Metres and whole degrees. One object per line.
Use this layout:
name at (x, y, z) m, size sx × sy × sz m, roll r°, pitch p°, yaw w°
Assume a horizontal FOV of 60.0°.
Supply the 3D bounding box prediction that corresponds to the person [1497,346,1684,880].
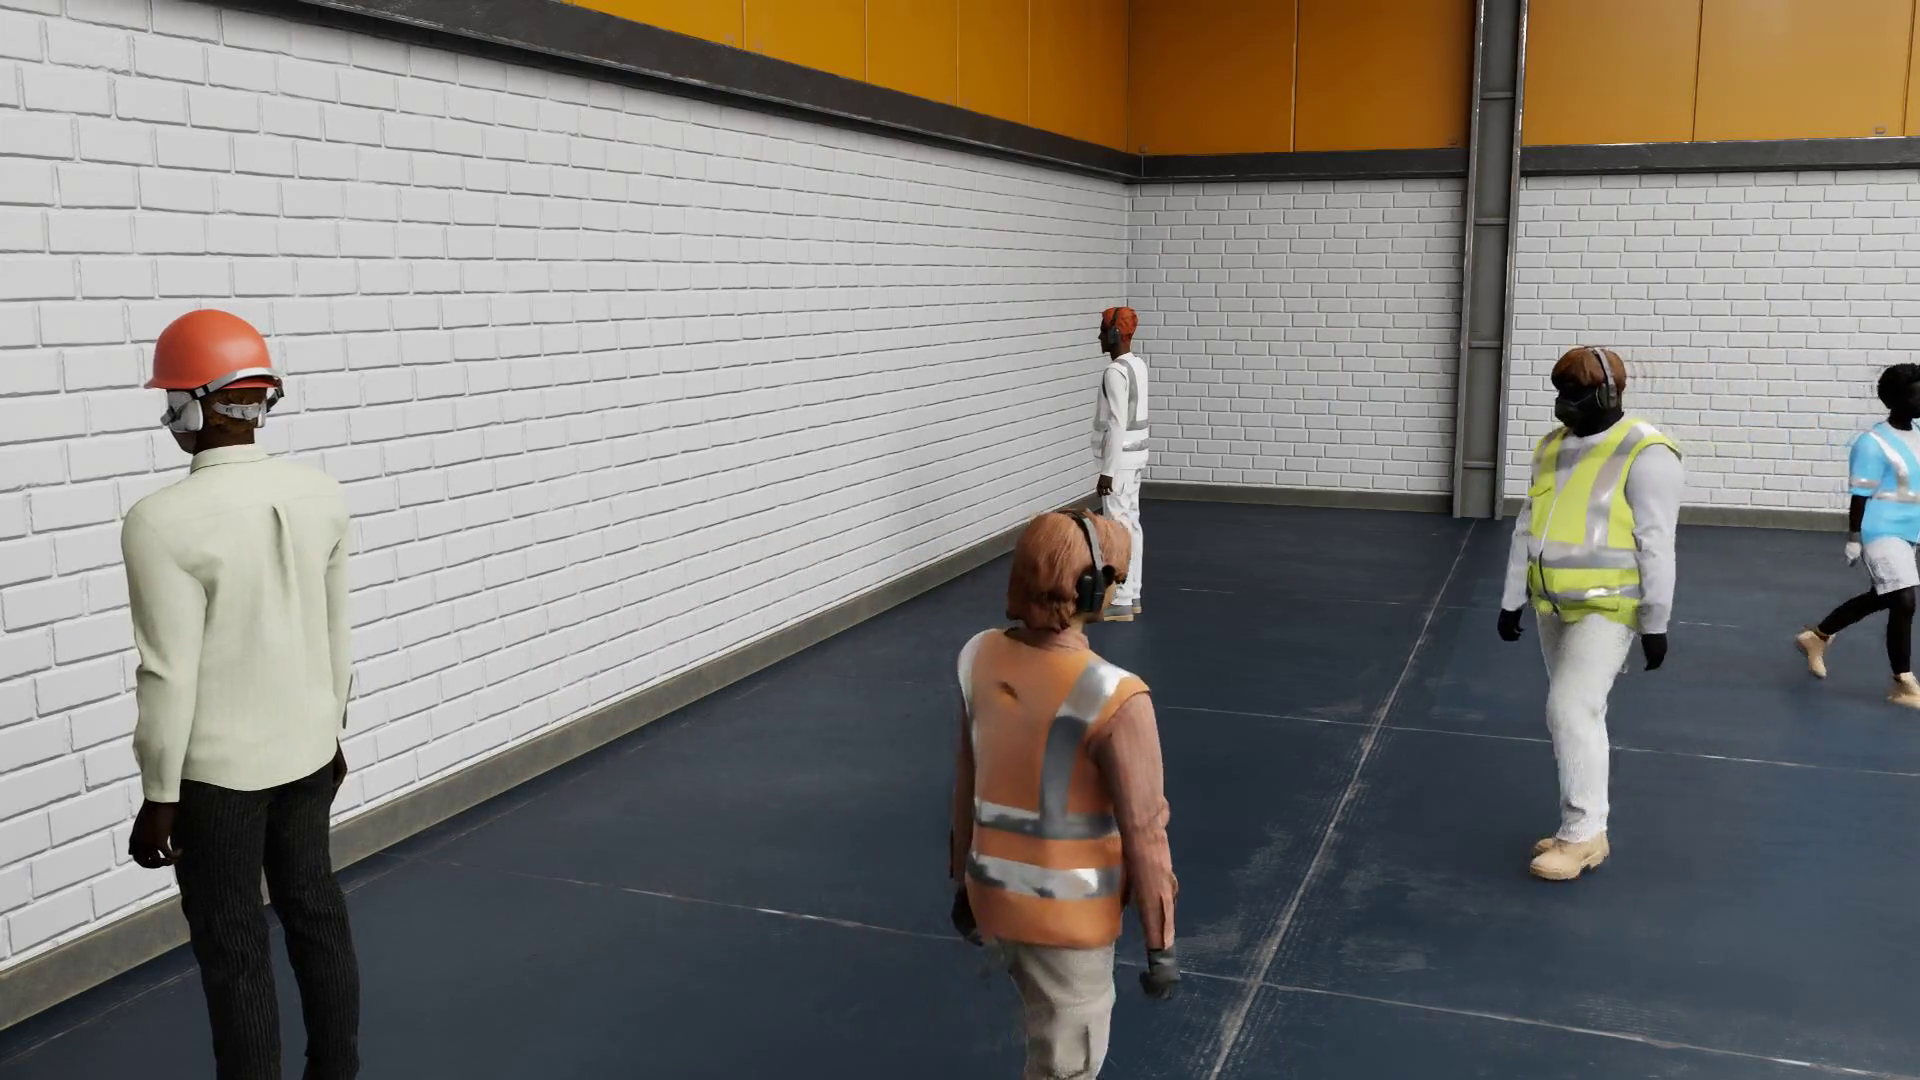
person at (2.090, 0.251, 5.759) m, size 0.603 × 1.825 × 0.666 m, roll -3°, pitch 9°, yaw -17°

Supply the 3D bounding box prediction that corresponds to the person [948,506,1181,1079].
person at (0.233, 0.740, 3.318) m, size 0.503 × 1.621 × 0.538 m, roll -7°, pitch 11°, yaw -37°

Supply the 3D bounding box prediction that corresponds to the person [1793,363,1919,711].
person at (4.484, -0.046, 8.135) m, size 0.524 × 1.661 × 0.811 m, roll -5°, pitch 11°, yaw -31°

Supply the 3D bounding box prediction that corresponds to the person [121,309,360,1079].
person at (-1.617, 0.484, 3.760) m, size 0.382 × 1.993 × 0.622 m, roll 3°, pitch 10°, yaw 20°

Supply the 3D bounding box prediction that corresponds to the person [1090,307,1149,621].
person at (0.953, -0.455, 10.005) m, size 0.345 × 1.882 × 0.584 m, roll 3°, pitch 10°, yaw 20°
